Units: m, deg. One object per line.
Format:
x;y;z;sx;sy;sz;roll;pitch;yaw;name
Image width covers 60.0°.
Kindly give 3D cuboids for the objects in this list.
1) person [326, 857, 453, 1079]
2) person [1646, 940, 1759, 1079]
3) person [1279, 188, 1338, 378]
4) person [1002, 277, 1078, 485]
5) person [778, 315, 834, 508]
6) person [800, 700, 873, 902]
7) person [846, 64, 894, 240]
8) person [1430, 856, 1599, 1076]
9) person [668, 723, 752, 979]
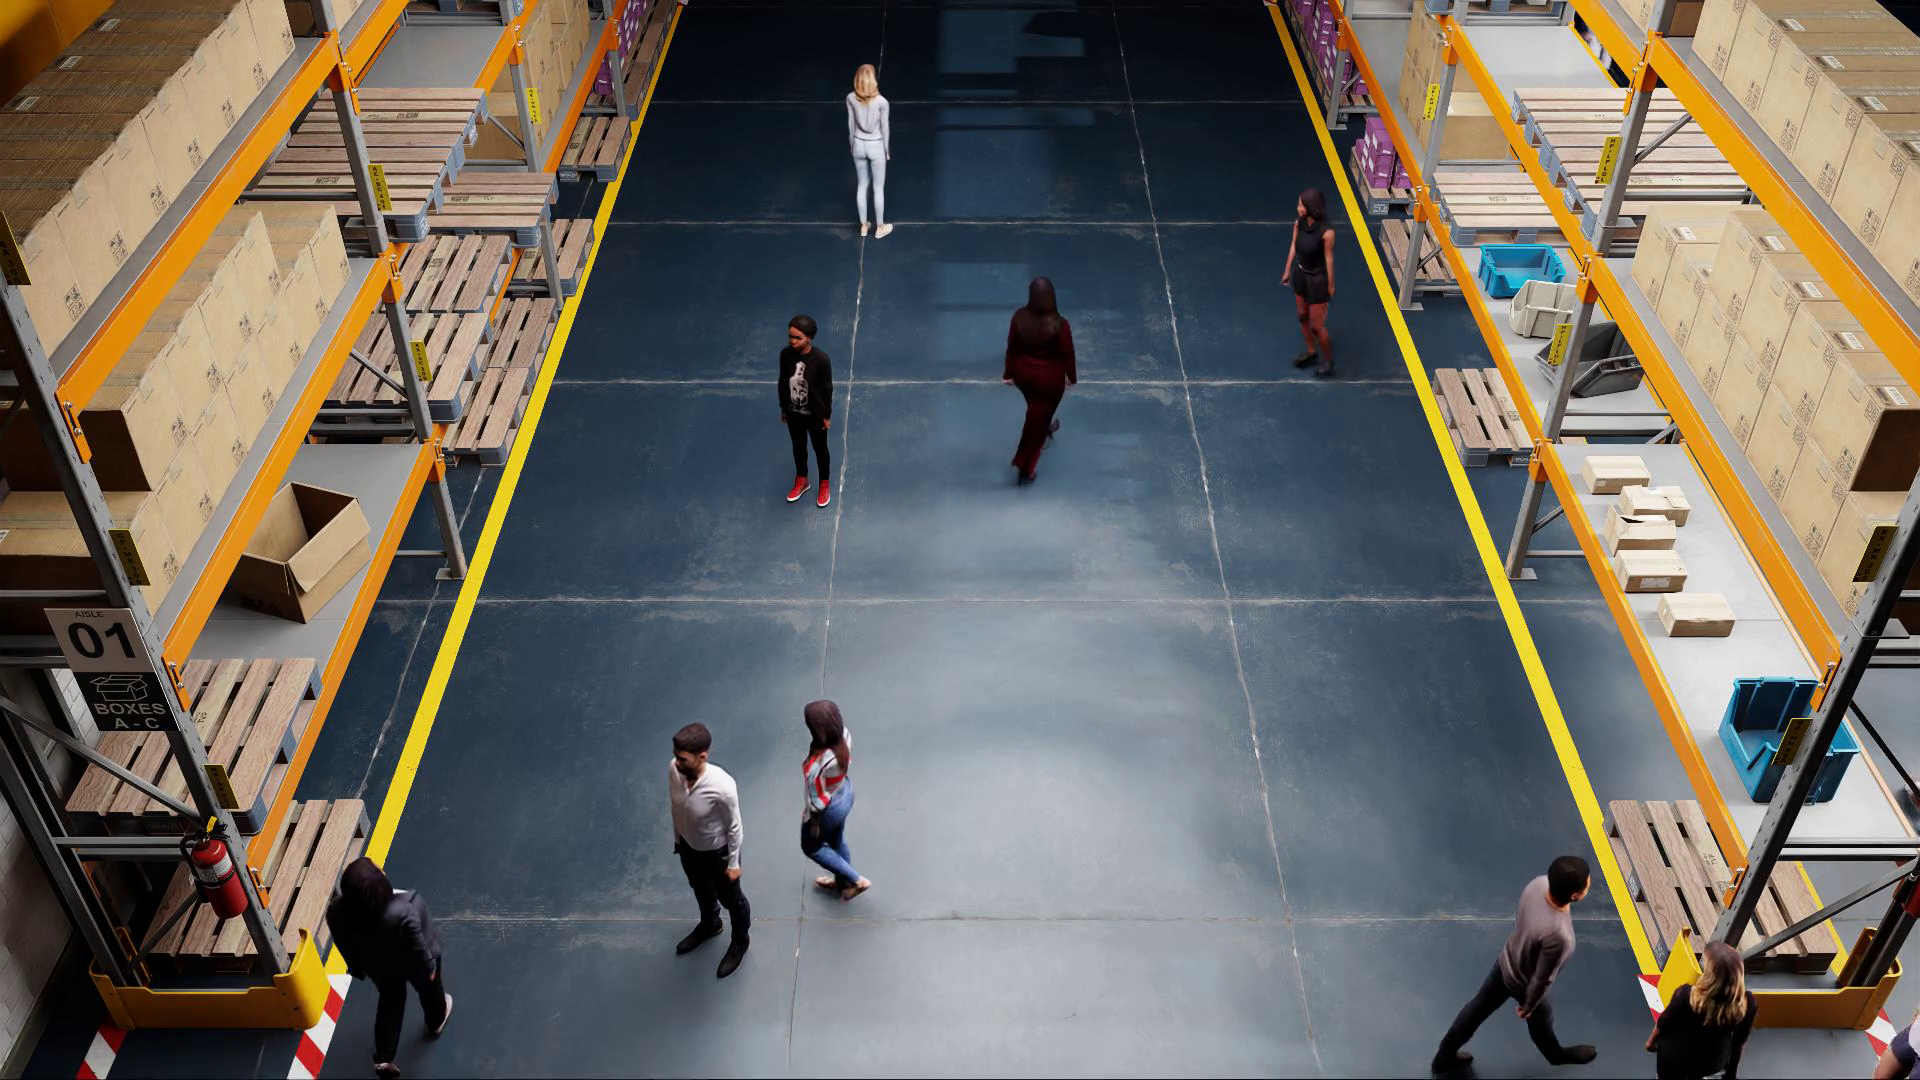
-3.066;2.301;8.975;0.721;1.578;0.923;4;39;5;person
3.708;2.686;8.426;0.633;1.661;0.675;8;39;10;person
3.126;-2.251;14.575;0.756;1.702;0.871;29;47;32;person
0.573;-1.219;13.284;1.082;1.699;1.243;23;44;26;person
-1.204;-1.031;13.069;0.655;1.675;0.633;10;40;13;person
-0.692;1.585;9.851;0.785;1.602;0.703;14;41;17;person
-0.900;-3.862;16.517;0.651;1.796;0.621;14;41;17;person
2.912;2.316;8.841;0.790;1.721;1.089;-23;44;-26;person
-1.422;1.725;9.463;0.717;1.868;0.750;24;45;27;person
